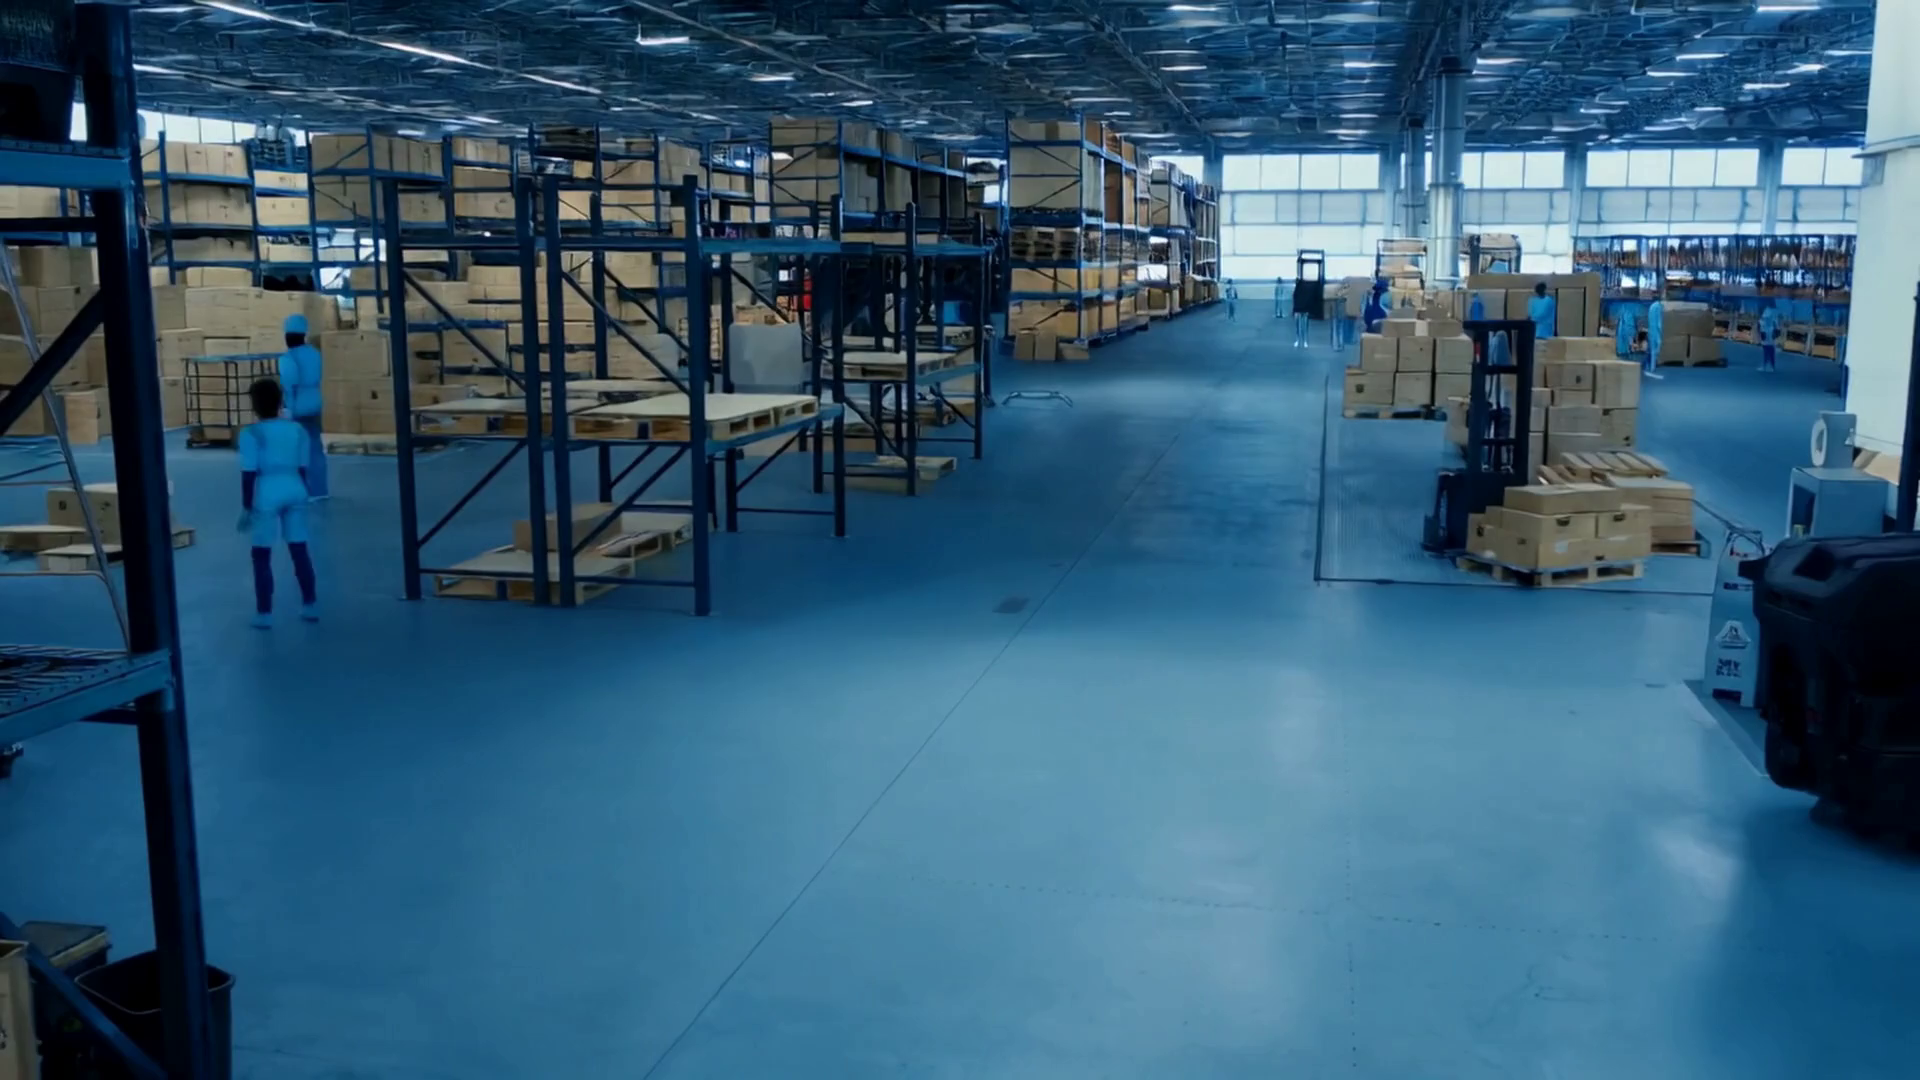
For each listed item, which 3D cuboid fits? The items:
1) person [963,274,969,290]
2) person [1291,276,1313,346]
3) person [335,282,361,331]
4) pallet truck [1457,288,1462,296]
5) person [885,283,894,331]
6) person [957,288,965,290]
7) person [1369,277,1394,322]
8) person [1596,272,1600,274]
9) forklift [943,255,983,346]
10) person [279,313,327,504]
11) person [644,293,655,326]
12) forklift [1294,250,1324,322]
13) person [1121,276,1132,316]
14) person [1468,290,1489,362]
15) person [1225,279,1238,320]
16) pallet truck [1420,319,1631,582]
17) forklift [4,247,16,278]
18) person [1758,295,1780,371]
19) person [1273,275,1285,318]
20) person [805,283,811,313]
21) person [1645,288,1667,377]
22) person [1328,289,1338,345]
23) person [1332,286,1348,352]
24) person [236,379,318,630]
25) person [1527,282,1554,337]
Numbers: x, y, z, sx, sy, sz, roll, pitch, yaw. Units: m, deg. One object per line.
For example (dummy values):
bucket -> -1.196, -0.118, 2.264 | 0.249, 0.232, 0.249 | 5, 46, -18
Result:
person -> 0.389, -12.724, 84.337 | 0.656, 1.945, 1.032 | 1, 10, 5
person -> 9.779, -6.550, 47.609 | 0.626, 1.992, 0.387 | -2, 10, -9
person -> -15.168, -5.428, 41.229 | 0.592, 1.911, 0.385 | -8, 13, -40
pallet truck -> 20.506, -9.785, 68.819 | 0.653, 1.274, 1.630 | 2, 10, 12
person -> -1.756, -5.720, 43.029 | 0.355, 1.883, 0.575 | -1, 10, -5
person -> -0.080, -10.901, 74.000 | 0.620, 1.777, 0.943 | 2, 10, 13
person -> 10.464, -5.470, 41.081 | 0.536, 2.000, 0.681 | -7, 12, -37
person -> 33.877, -13.341, 88.287 | 0.389, 1.838, 0.563 | -1, 10, -7
forklift -> 0.000, -6.727, 46.040 | 1.129, 2.768, 1.873 | 2, 10, 12
person -> -6.659, -1.323, 16.848 | 0.358, 1.930, 0.590 | 1, 10, 8
person -> -7.693, -5.281, 41.146 | 0.310, 1.640, 0.514 | -2, 10, -10
forklift -> 13.778, -10.002, 65.433 | 1.129, 2.768, 1.873 | 2, 10, 12
person -> 6.078, -8.580, 59.993 | 0.973, 1.902, 0.559 | 1, 10, 6
person -> 12.454, -5.142, 39.992 | 0.583, 1.745, 0.535 | 9, 13, 42
person -> 11.106, -9.852, 68.077 | 0.563, 1.671, 0.634 | 0, 10, 0
pallet truck -> 4.543, -0.757, 13.299 | 0.823, 1.965, 1.885 | -4, 10, -22
forklift -> -27.086, -6.891, 47.013 | 1.129, 2.768, 1.873 | 2, 10, 12
person -> 17.984, -4.592, 36.929 | 0.320, 1.691, 0.536 | 0, 10, 1
person -> 13.446, -10.278, 70.211 | 0.406, 1.822, 0.591 | -7, 12, -36
person -> -6.892, -11.144, 75.024 | 0.646, 1.928, 0.564 | 1, 10, 7
person -> 14.670, -4.357, 35.010 | 0.311, 1.865, 0.533 | 1, 10, 7
person -> 10.963, -6.496, 48.444 | 0.508, 1.610, 0.739 | 4, 10, 21
person -> 10.175, -5.905, 44.491 | 0.320, 1.762, 0.522 | -3, 10, -20
person -> -4.594, -0.234, 11.177 | 0.352, 1.688, 0.560 | 6, 11, 32
person -> 13.248, -4.906, 38.008 | 0.598, 1.958, 0.385 | 8, 13, 40
